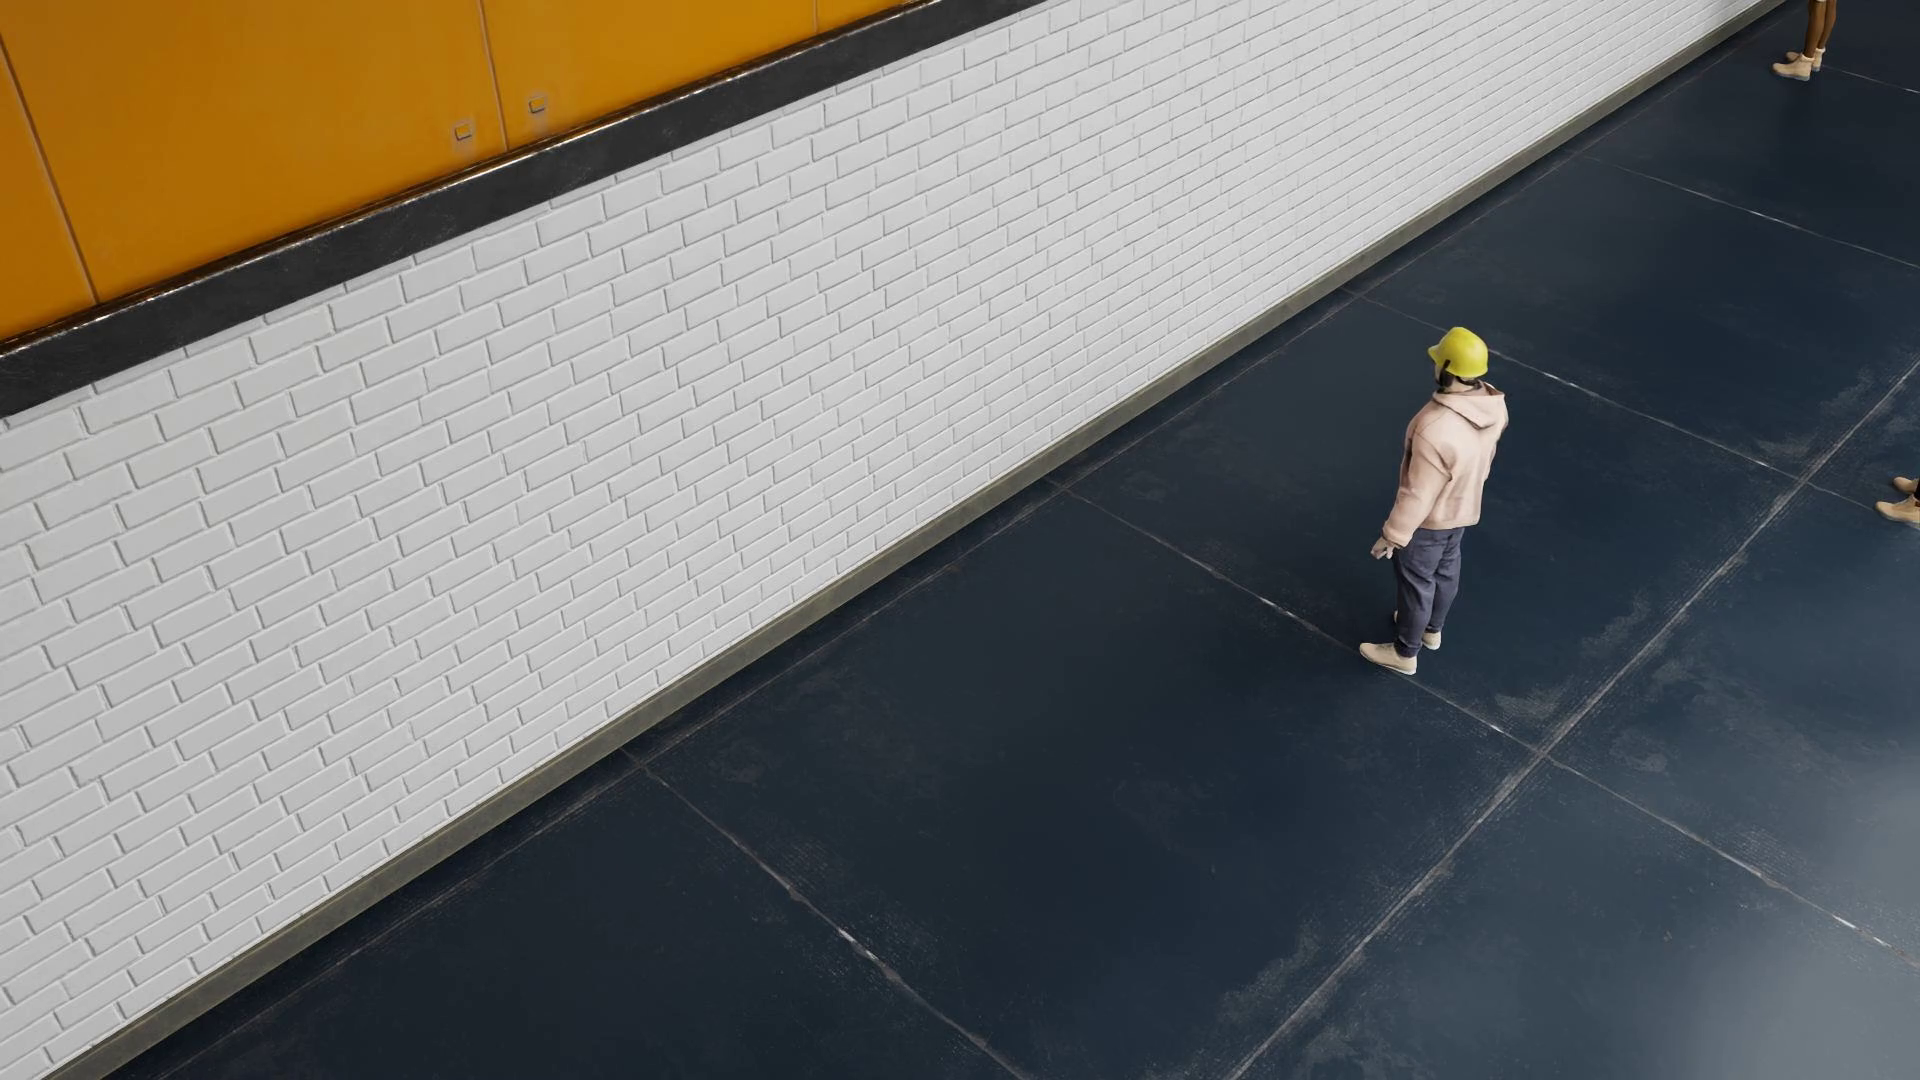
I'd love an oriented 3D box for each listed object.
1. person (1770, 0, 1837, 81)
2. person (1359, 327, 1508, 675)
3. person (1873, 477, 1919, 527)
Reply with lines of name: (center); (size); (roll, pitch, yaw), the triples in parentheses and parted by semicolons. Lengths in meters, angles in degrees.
person: (7.055, -4.761, 13.454); (0.387, 2.040, 0.613); (31, 48, 33)
person: (2.250, -0.157, 7.835); (0.417, 1.861, 0.816); (31, 48, 33)
person: (5.306, -0.836, 8.821); (0.317, 1.695, 0.539); (31, 48, 33)
